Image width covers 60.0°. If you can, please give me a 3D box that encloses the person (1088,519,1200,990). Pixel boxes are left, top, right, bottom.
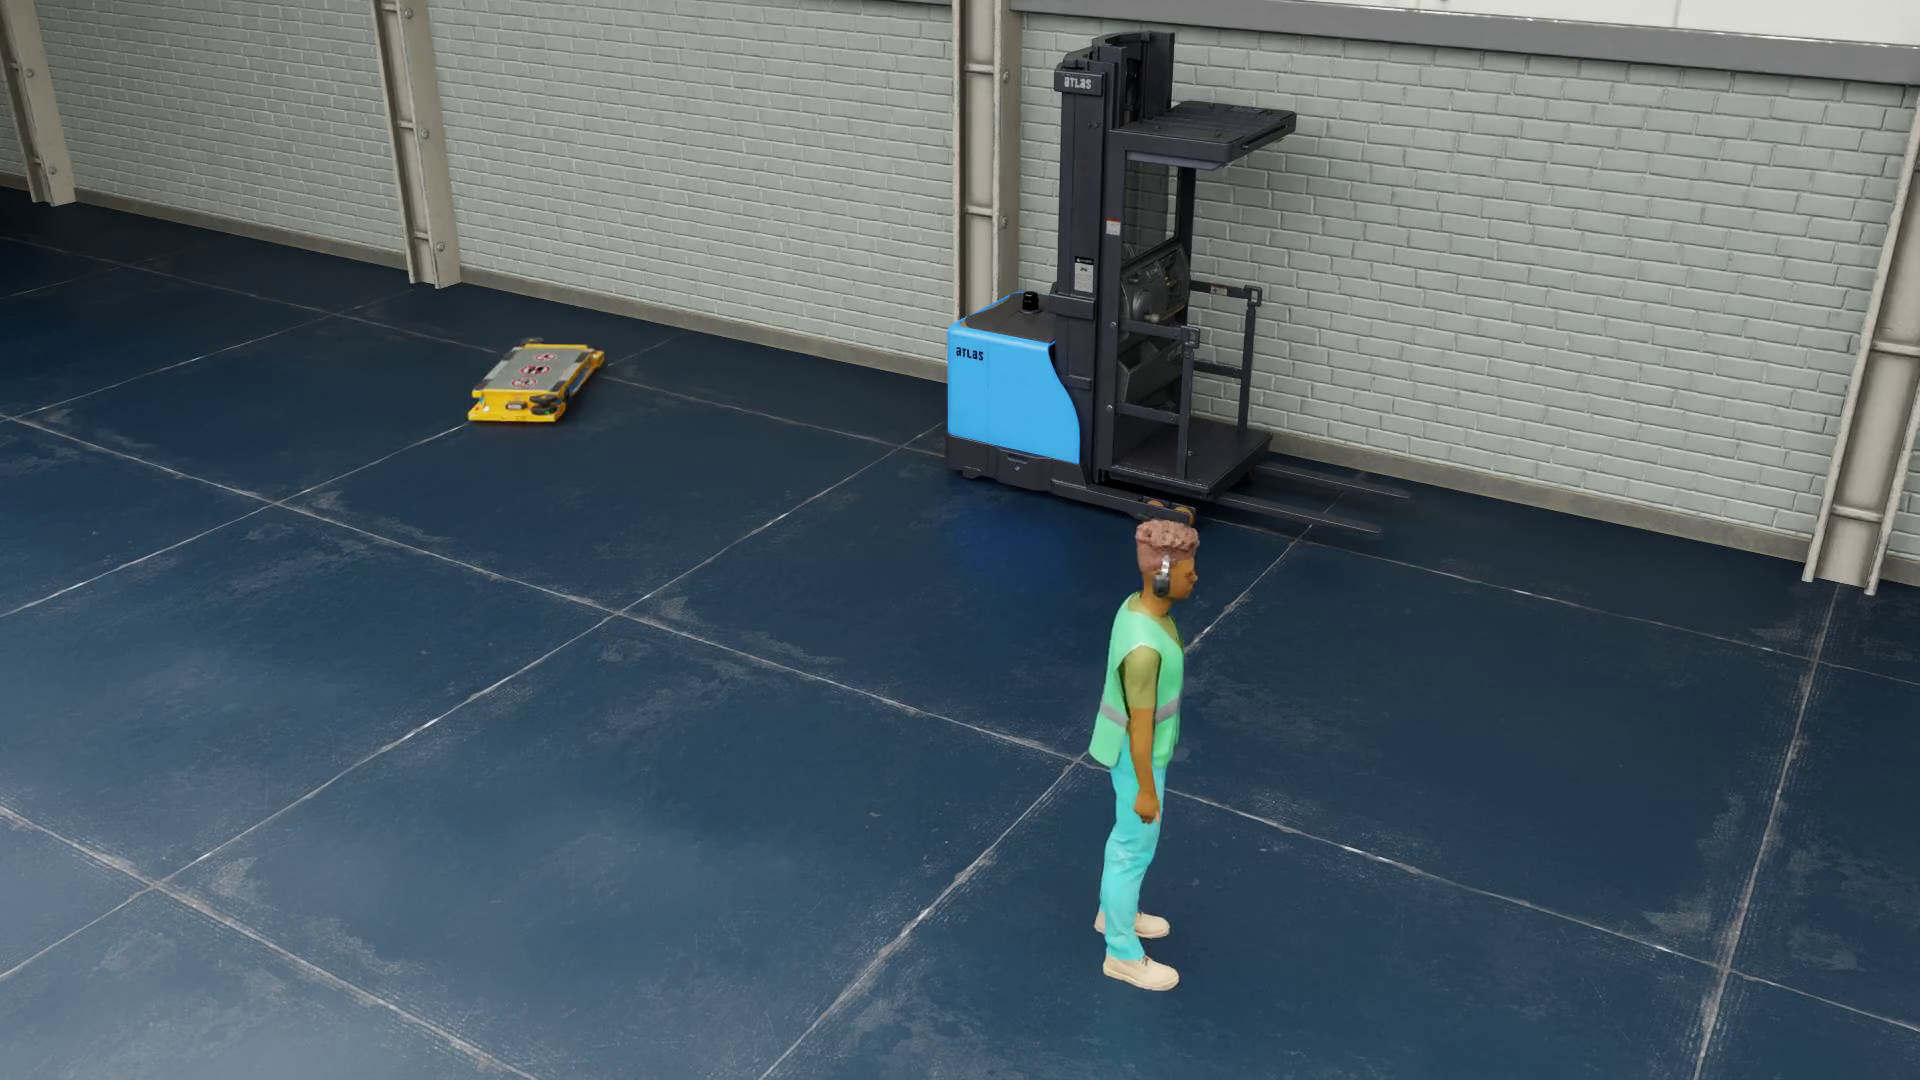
[{"bbox_3d":[0.713,0.843,6.495,0.419,1.980,0.542,4,26,8],"label":"person"}]

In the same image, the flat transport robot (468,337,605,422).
[{"bbox_3d":[-3.263,-1.244,12.889,0.659,0.231,1.431,2,25,3],"label":"flat transport robot"}]

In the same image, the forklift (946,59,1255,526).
[{"bbox_3d":[0.933,-1.707,10.833,1.873,2.768,1.129,15,29,28],"label":"forklift"}]
